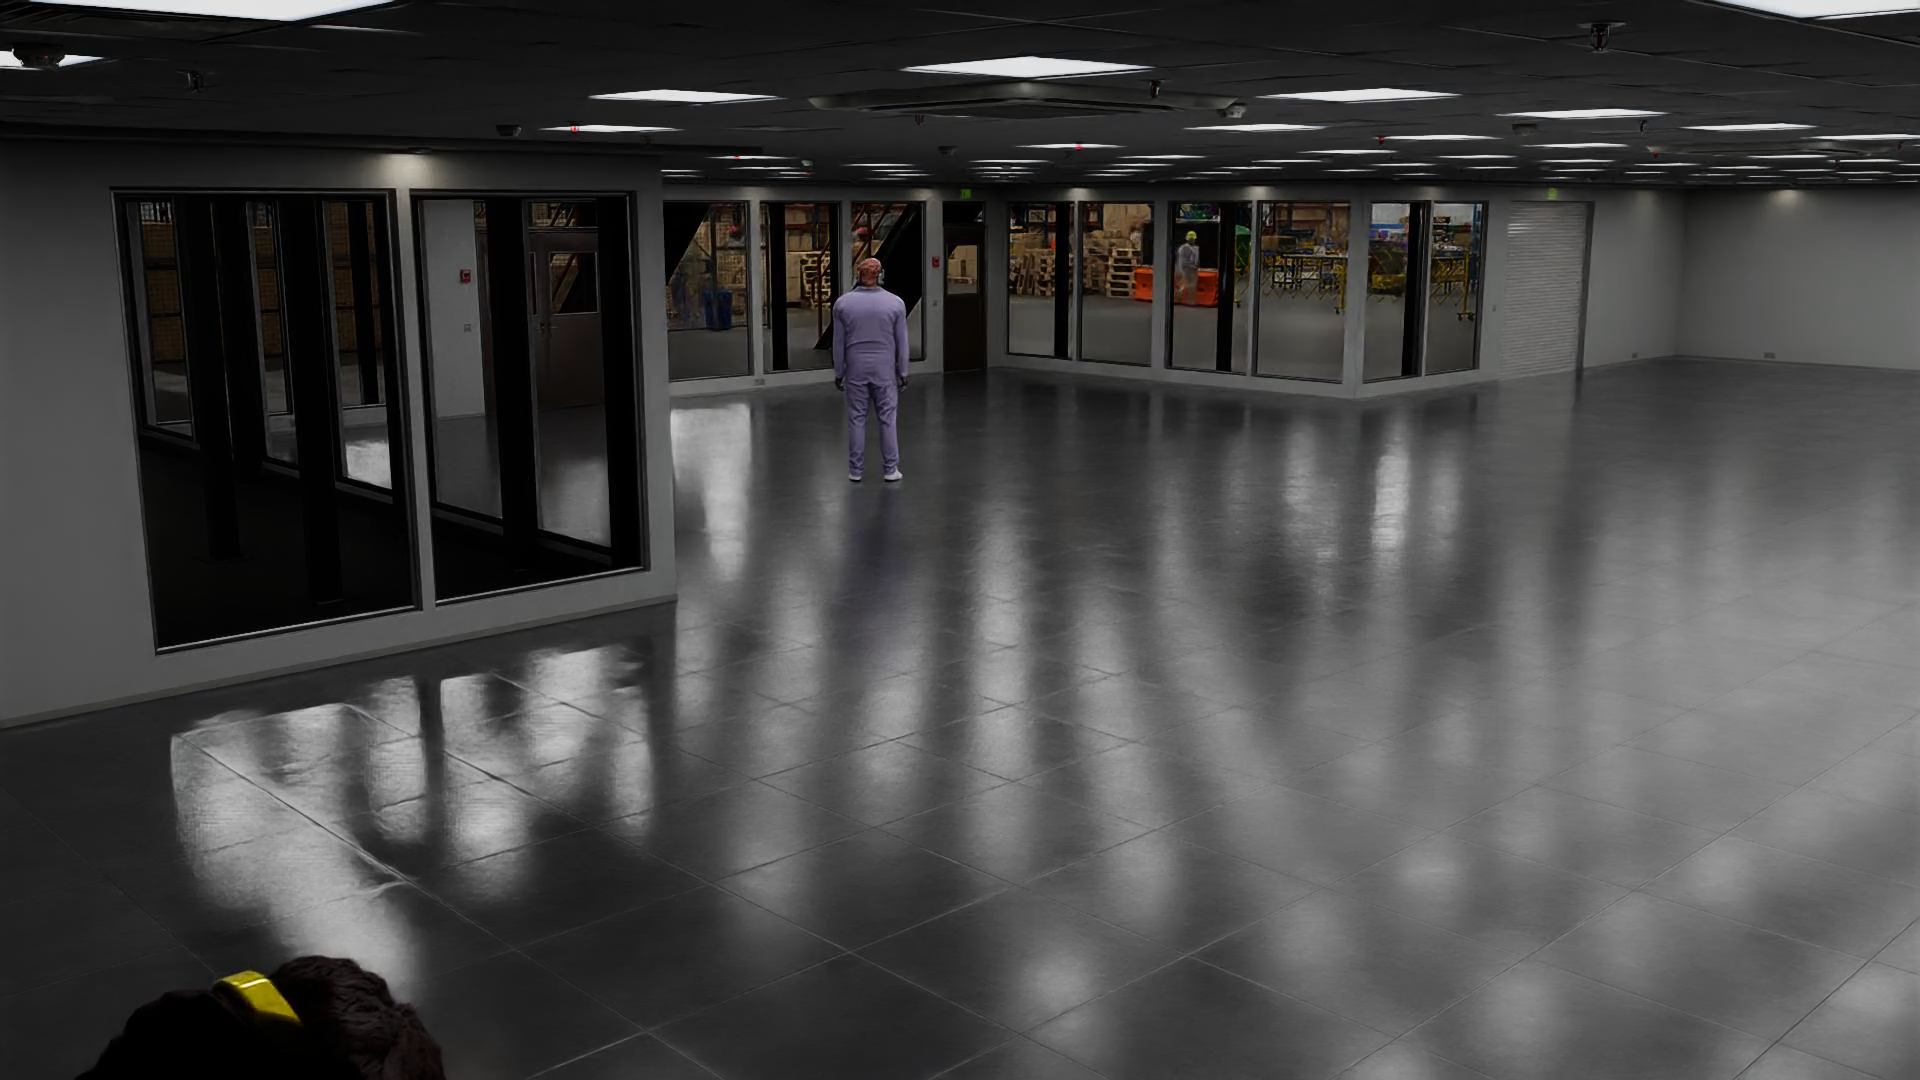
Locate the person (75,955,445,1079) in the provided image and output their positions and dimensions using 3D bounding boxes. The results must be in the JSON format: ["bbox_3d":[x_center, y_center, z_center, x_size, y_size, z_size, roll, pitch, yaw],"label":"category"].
[{"bbox_3d":[-0.407,1.177,1.212,0.502,1.862,0.328,11,15,42],"label":"person"}]

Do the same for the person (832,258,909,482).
[{"bbox_3d":[-0.756,-1.442,14.188,0.652,1.906,0.402,0,11,2],"label":"person"}]
